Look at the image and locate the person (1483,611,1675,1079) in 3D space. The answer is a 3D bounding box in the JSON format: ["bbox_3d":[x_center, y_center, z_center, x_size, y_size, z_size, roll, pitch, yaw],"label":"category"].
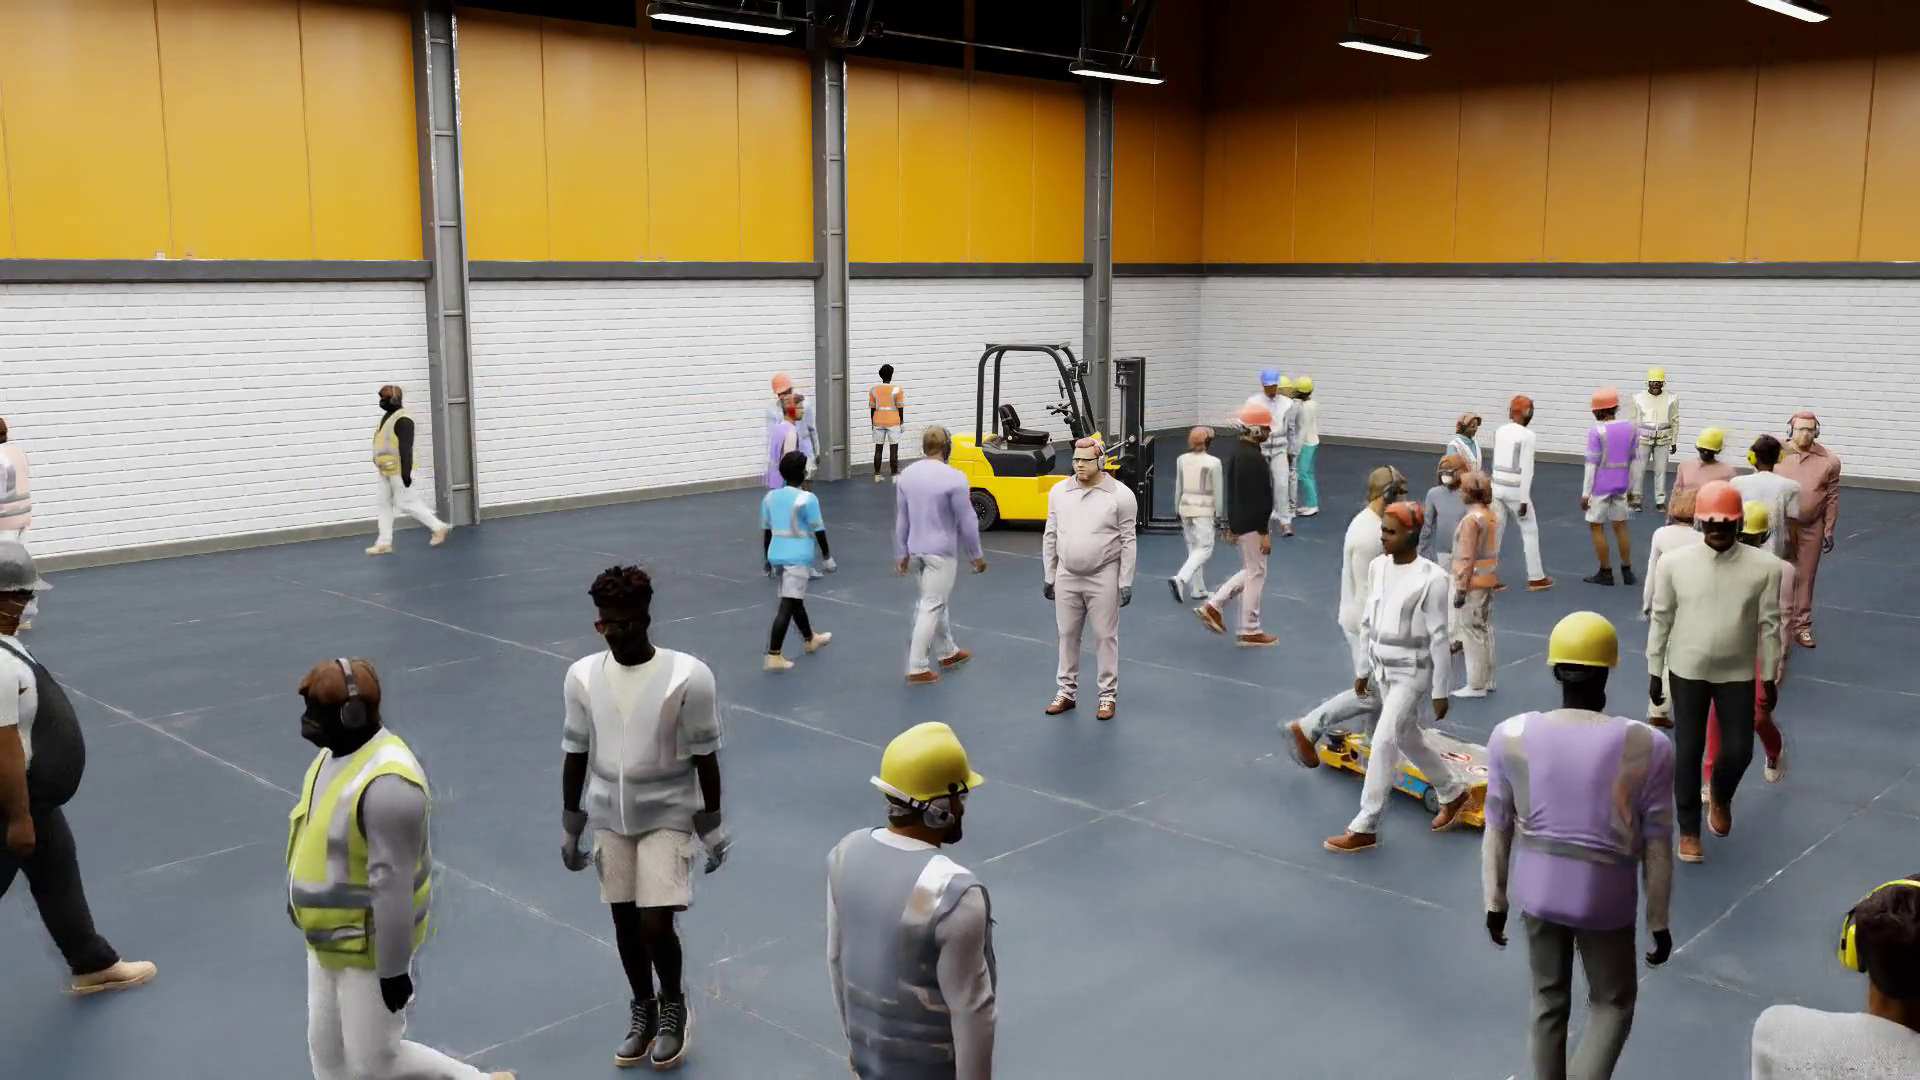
[{"bbox_3d":[2.028,1.191,5.512,0.618,1.911,0.575,6,11,32],"label":"person"}]

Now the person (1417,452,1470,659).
[{"bbox_3d":[3.790,0.128,12.949,0.713,1.600,0.534,-8,12,-40],"label":"person"}]

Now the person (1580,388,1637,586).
[{"bbox_3d":[6.264,-0.494,15.931,0.724,1.886,0.369,-3,10,-18],"label":"person"}]

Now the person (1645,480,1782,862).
[{"bbox_3d":[3.853,0.664,8.540,0.635,1.976,0.513,3,10,20],"label":"person"}]

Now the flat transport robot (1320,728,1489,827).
[{"bbox_3d":[2.790,1.332,9.669,0.652,0.197,1.431,-4,10,-24],"label":"flat transport robot"}]

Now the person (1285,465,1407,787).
[{"bbox_3d":[2.338,0.507,9.747,0.679,1.903,0.641,4,10,22],"label":"person"}]

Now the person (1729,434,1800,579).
[{"bbox_3d":[5.937,0.135,12.323,0.504,1.816,0.969,2,9,12],"label":"person"}]

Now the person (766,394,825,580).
[{"bbox_3d":[-1.556,-0.509,16.178,0.642,1.826,0.596,-3,10,-19],"label":"person"}]

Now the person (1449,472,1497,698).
[{"bbox_3d":[3.646,0.321,11.781,0.314,1.613,0.607,6,11,32],"label":"person"}]

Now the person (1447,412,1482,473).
[{"bbox_3d":[4.933,-0.434,16.323,0.522,1.636,0.310,-9,13,-43],"label":"person"}]

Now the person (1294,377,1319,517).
[{"bbox_3d":[4.257,-1.156,20.494,0.338,1.727,0.589,2,10,14],"label":"person"}]

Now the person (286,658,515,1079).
[{"bbox_3d":[-1.863,1.259,5.369,0.675,1.819,0.636,-7,12,-38],"label":"person"}]

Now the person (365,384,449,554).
[{"bbox_3d":[-5.964,-0.764,17.805,0.804,1.819,0.631,-7,12,-37],"label":"person"}]

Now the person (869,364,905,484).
[{"bbox_3d":[-1.033,-1.634,23.516,0.532,1.694,0.320,3,10,20],"label":"person"}]

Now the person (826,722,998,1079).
[{"bbox_3d":[-0.106,1.392,4.526,0.403,1.832,0.593,-8,12,-40],"label":"person"}]

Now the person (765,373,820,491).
[{"bbox_3d":[-1.898,-0.959,18.864,0.583,1.869,0.840,0,9,-2],"label":"person"}]

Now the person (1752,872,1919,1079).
[{"bbox_3d":[1.785,1.573,3.337,0.466,1.857,0.538,-9,13,-43],"label":"person"}]

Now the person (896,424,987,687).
[{"bbox_3d":[-0.099,0.098,12.266,0.918,1.900,0.636,-9,13,-44],"label":"person"}]

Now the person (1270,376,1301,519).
[{"bbox_3d":[3.924,-1.125,20.247,0.485,1.740,0.303,-8,12,-40],"label":"person"}]

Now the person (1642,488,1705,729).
[{"bbox_3d":[4.865,0.445,11.082,0.876,1.583,0.532,-6,11,-33],"label":"person"}]

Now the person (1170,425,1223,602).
[{"bbox_3d":[2.116,-0.225,15.092,0.651,1.623,0.526,-8,12,-41],"label":"person"}]

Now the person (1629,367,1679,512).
[{"bbox_3d":[8.649,-1.250,20.763,0.592,1.825,0.403,2,9,12],"label":"person"}]

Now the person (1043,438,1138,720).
[{"bbox_3d":[0.856,0.260,11.241,0.653,1.906,0.408,4,10,23],"label":"person"}]

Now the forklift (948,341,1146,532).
[{"bbox_3d":[0.977,-1.223,19.452,2.313,2.155,1.214,2,9,11],"label":"forklift"}]

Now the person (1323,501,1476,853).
[{"bbox_3d":[2.375,0.699,8.748,0.940,1.854,0.589,-3,10,-20],"label":"person"}]

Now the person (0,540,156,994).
[{"bbox_3d":[-3.861,0.950,6.598,1.020,2.000,0.678,-6,11,-32],"label":"person"}]

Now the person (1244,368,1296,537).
[{"bbox_3d":[3.520,-0.975,18.794,0.617,1.915,0.853,0,9,0],"label":"person"}]

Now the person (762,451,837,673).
[{"bbox_3d":[-1.220,0.147,12.703,0.552,1.654,0.873,8,12,42],"label":"person"}]

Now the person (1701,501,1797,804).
[{"bbox_3d":[4.495,0.626,9.475,0.610,1.740,0.532,-8,12,-41],"label":"person"}]

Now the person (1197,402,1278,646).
[{"bbox_3d":[2.278,-0.115,13.317,0.534,1.977,0.621,-1,9,-5],"label":"person"}]

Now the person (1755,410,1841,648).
[{"bbox_3d":[6.702,-0.088,13.371,0.643,1.910,0.411,3,10,15],"label":"person"}]

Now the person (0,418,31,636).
[{"bbox_3d":[-7.934,-0.118,13.768,0.429,1.839,0.657,-2,9,-10],"label":"person"}]

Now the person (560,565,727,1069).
[{"bbox_3d":[-1.216,1.054,6.250,0.639,1.939,0.479,2,10,14],"label":"person"}]

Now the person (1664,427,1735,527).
[{"bbox_3d":[6.348,-0.131,14.176,0.620,1.719,0.588,-5,11,-30],"label":"person"}]

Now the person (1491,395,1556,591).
[{"bbox_3d":[5.244,-0.436,15.661,0.756,1.853,0.583,-5,10,-26],"label":"person"}]
